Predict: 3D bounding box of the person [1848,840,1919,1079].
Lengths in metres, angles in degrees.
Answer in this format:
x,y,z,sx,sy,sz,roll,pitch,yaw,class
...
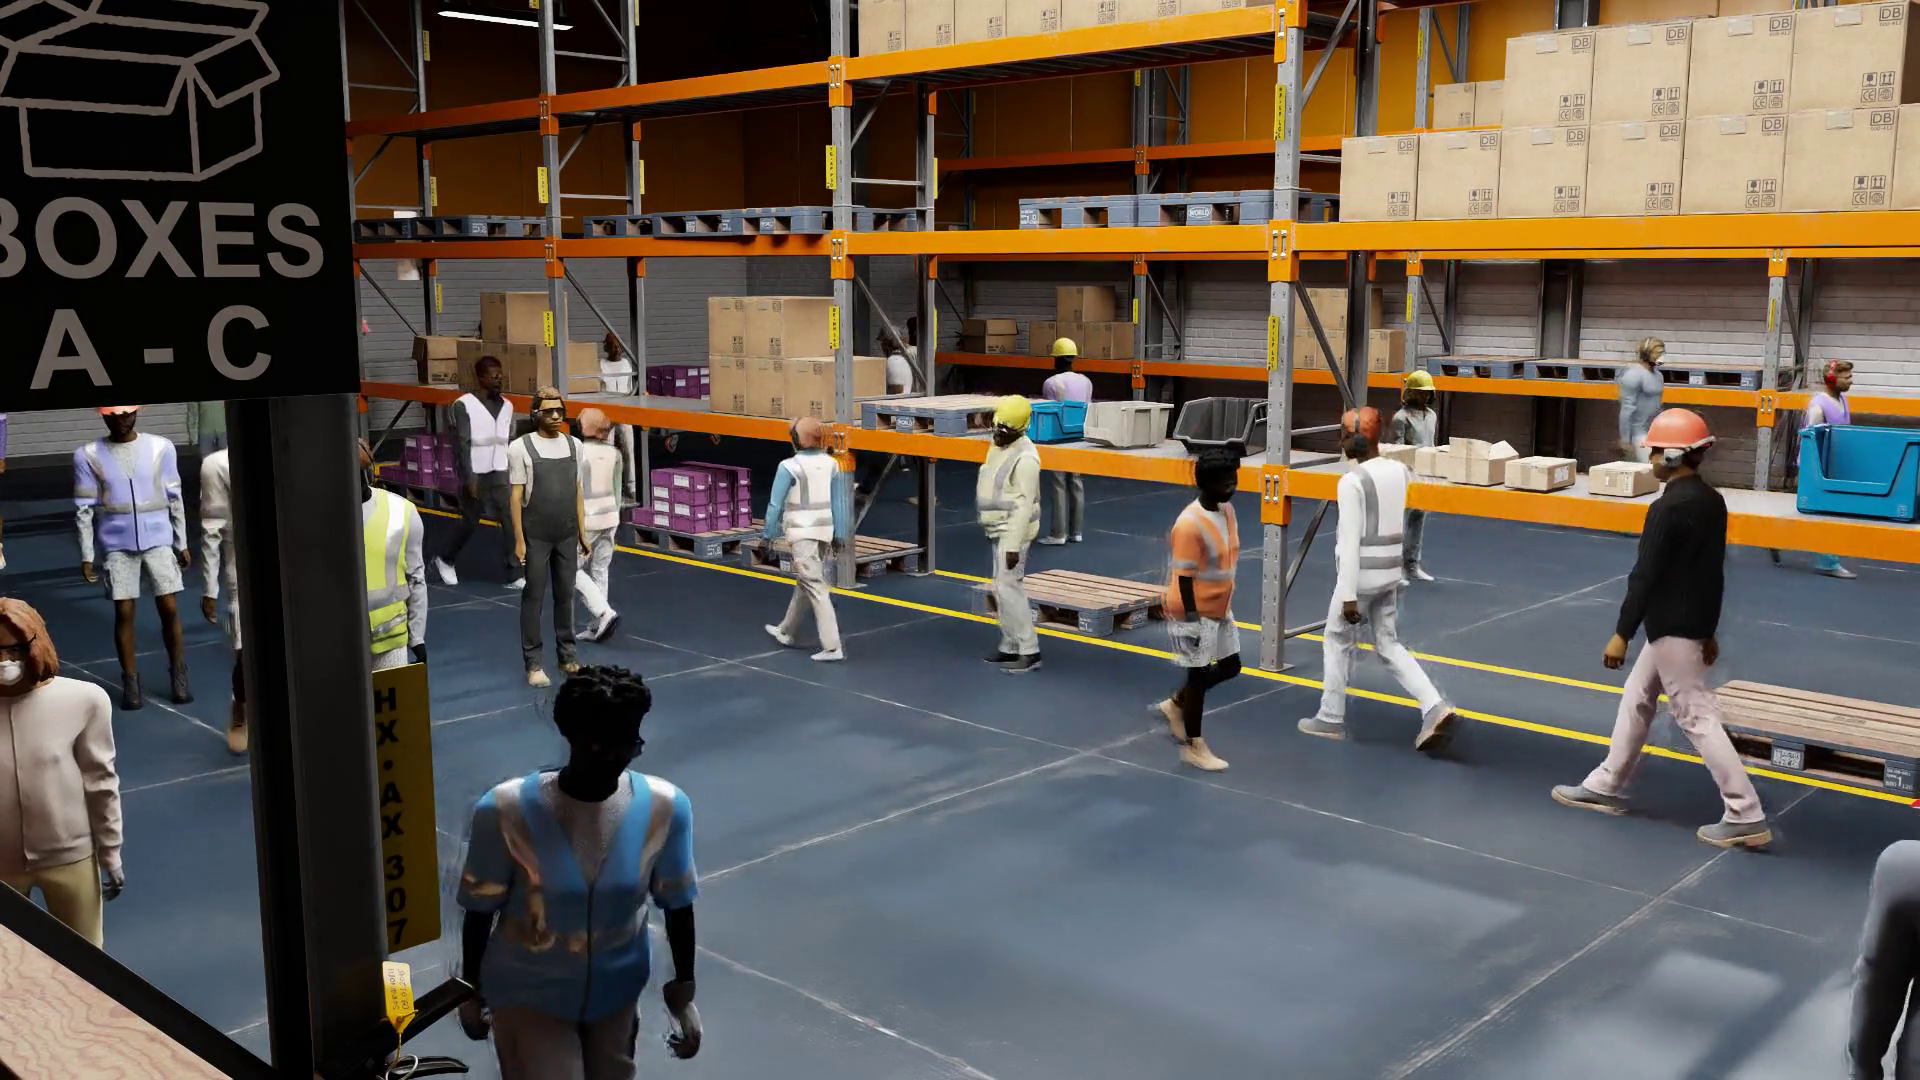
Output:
x,y,z,sx,sy,sz,roll,pitch,yaw,class
2.198,1.184,3.553,0.528,1.618,0.413,8,12,40,person

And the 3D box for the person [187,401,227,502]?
x,y,z,sx,sy,sz,roll,pitch,yaw,class
-7.966,-1.134,17.771,0.503,1.614,0.437,-6,11,-32,person

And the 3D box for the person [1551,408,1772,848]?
x,y,z,sx,sy,sz,roll,pitch,yaw,class
3.227,0.383,7.477,1.020,1.944,0.623,8,12,41,person

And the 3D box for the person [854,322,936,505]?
x,y,z,sx,sy,sz,roll,pitch,yaw,class
-0.731,-1.388,18.024,1.024,2.000,0.692,4,10,21,person

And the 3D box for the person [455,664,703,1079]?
x,y,z,sx,sy,sz,roll,pitch,yaw,class
-0.896,1.089,3.977,0.551,1.650,0.684,-5,11,-29,person

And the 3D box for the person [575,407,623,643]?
x,y,z,sx,sy,sz,roll,pitch,yaw,class
-2.478,-0.088,11.309,0.416,1.620,0.541,6,11,34,person

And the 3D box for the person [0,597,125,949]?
x,y,z,sx,sy,sz,roll,pitch,yaw,class
-2.723,0.963,4.877,0.499,1.627,0.270,-5,10,-27,person

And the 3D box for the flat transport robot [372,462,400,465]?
x,y,z,sx,sy,sz,roll,pitch,yaw,class
-6.615,-0.828,19.999,1.431,0.197,0.652,-6,11,-31,flat transport robot

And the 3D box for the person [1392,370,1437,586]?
x,y,z,sx,sy,sz,roll,pitch,yaw,class
3.703,-0.505,13.516,0.494,1.743,0.308,-7,11,-35,person

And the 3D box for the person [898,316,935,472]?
x,y,z,sx,sy,sz,roll,pitch,yaw,class
-0.583,-1.845,21.060,0.603,1.963,0.368,-4,10,-26,person

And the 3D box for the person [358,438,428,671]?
x,y,z,sx,sy,sz,roll,pitch,yaw,class
-2.671,0.454,7.361,0.621,1.837,0.429,-3,10,-19,person

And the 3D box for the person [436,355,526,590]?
x,y,z,sx,sy,sz,roll,pitch,yaw,class
-3.838,-0.539,13.312,0.923,1.886,0.599,6,11,33,person

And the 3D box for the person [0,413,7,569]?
x,y,z,sx,sy,sz,roll,pitch,yaw,class
-8.405,-0.752,14.102,0.608,2.048,0.365,-1,9,-8,person

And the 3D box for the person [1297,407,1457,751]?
x,y,z,sx,sy,sz,roll,pitch,yaw,class
2.227,0.213,8.819,0.578,1.845,0.884,-8,12,-40,person

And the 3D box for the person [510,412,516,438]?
x,y,z,sx,sy,sz,roll,pitch,yaw,class
-6.647,-2.264,24.095,0.698,1.817,0.588,0,9,0,person

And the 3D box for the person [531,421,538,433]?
x,y,z,sx,sy,sz,roll,pitch,yaw,class
-6.188,-2.416,24.647,0.551,1.933,0.371,8,12,41,person

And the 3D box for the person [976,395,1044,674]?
x,y,z,sx,sy,sz,roll,pitch,yaw,class
0.314,-0.042,10.608,0.419,1.783,0.635,-2,9,-11,person

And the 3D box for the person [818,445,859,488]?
x,y,z,sx,sy,sz,roll,pitch,yaw,class
-1.523,-1.471,19.179,0.594,1.830,0.461,0,9,0,person

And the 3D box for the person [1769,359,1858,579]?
x,y,z,sx,sy,sz,roll,pitch,yaw,class
7.169,-0.605,13.897,0.717,1.823,0.583,9,13,42,person

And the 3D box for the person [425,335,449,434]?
x,y,z,sx,sy,sz,roll,pitch,yaw,class
-7.439,-2.104,23.637,0.514,1.641,0.315,4,10,24,person

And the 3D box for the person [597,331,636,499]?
x,y,z,sx,sy,sz,roll,pitch,yaw,class
-3.754,-1.334,18.176,0.594,1.878,0.376,-4,10,-23,person

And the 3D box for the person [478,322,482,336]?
x,y,z,sx,sy,sz,roll,pitch,yaw,class
-6.510,-2.109,23.010,0.380,1.855,0.525,-8,12,-40,person

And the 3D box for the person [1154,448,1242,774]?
x,y,z,sx,sy,sz,roll,pitch,yaw,class
1.209,0.354,8.442,0.477,1.672,0.567,7,11,35,person

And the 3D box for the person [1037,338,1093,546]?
x,y,z,sx,sy,sz,roll,pitch,yaw,class
0.962,-0.908,15.427,0.593,1.925,0.374,-8,12,-42,person

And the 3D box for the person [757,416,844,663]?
x,y,z,sx,sy,sz,roll,pitch,yaw,class
-1.056,-0.013,10.925,0.849,1.590,0.535,7,12,38,person

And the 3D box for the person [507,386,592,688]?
x,y,z,sx,sy,sz,roll,pitch,yaw,class
-2.517,-0.023,10.253,0.504,1.847,0.345,-9,13,-42,person

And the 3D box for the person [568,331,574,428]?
x,y,z,sx,sy,sz,roll,pitch,yaw,class
-5.155,-1.894,21.502,0.422,1.908,0.588,0,9,-1,person

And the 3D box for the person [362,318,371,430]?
x,y,z,sx,sy,sz,roll,pitch,yaw,class
-7.716,-1.848,21.045,0.594,1.972,0.651,-5,11,-28,person

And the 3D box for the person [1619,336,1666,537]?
x,y,z,sx,sy,sz,roll,pitch,yaw,class
6.501,-0.966,15.786,0.658,1.924,0.443,-9,13,-44,person

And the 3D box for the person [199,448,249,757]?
x,y,z,sx,sy,sz,roll,pitch,yaw,class
-3.496,0.196,8.386,0.653,2.017,0.561,-6,11,-34,person

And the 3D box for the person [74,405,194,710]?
x,y,z,sx,sy,sz,roll,pitch,yaw,class
-4.819,0.027,9.707,0.582,1.928,0.412,-5,11,-29,person

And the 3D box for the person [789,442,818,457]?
x,y,z,sx,sy,sz,roll,pitch,yaw,class
-1.952,-1.686,20.264,0.687,1.907,0.675,-1,9,-6,person
